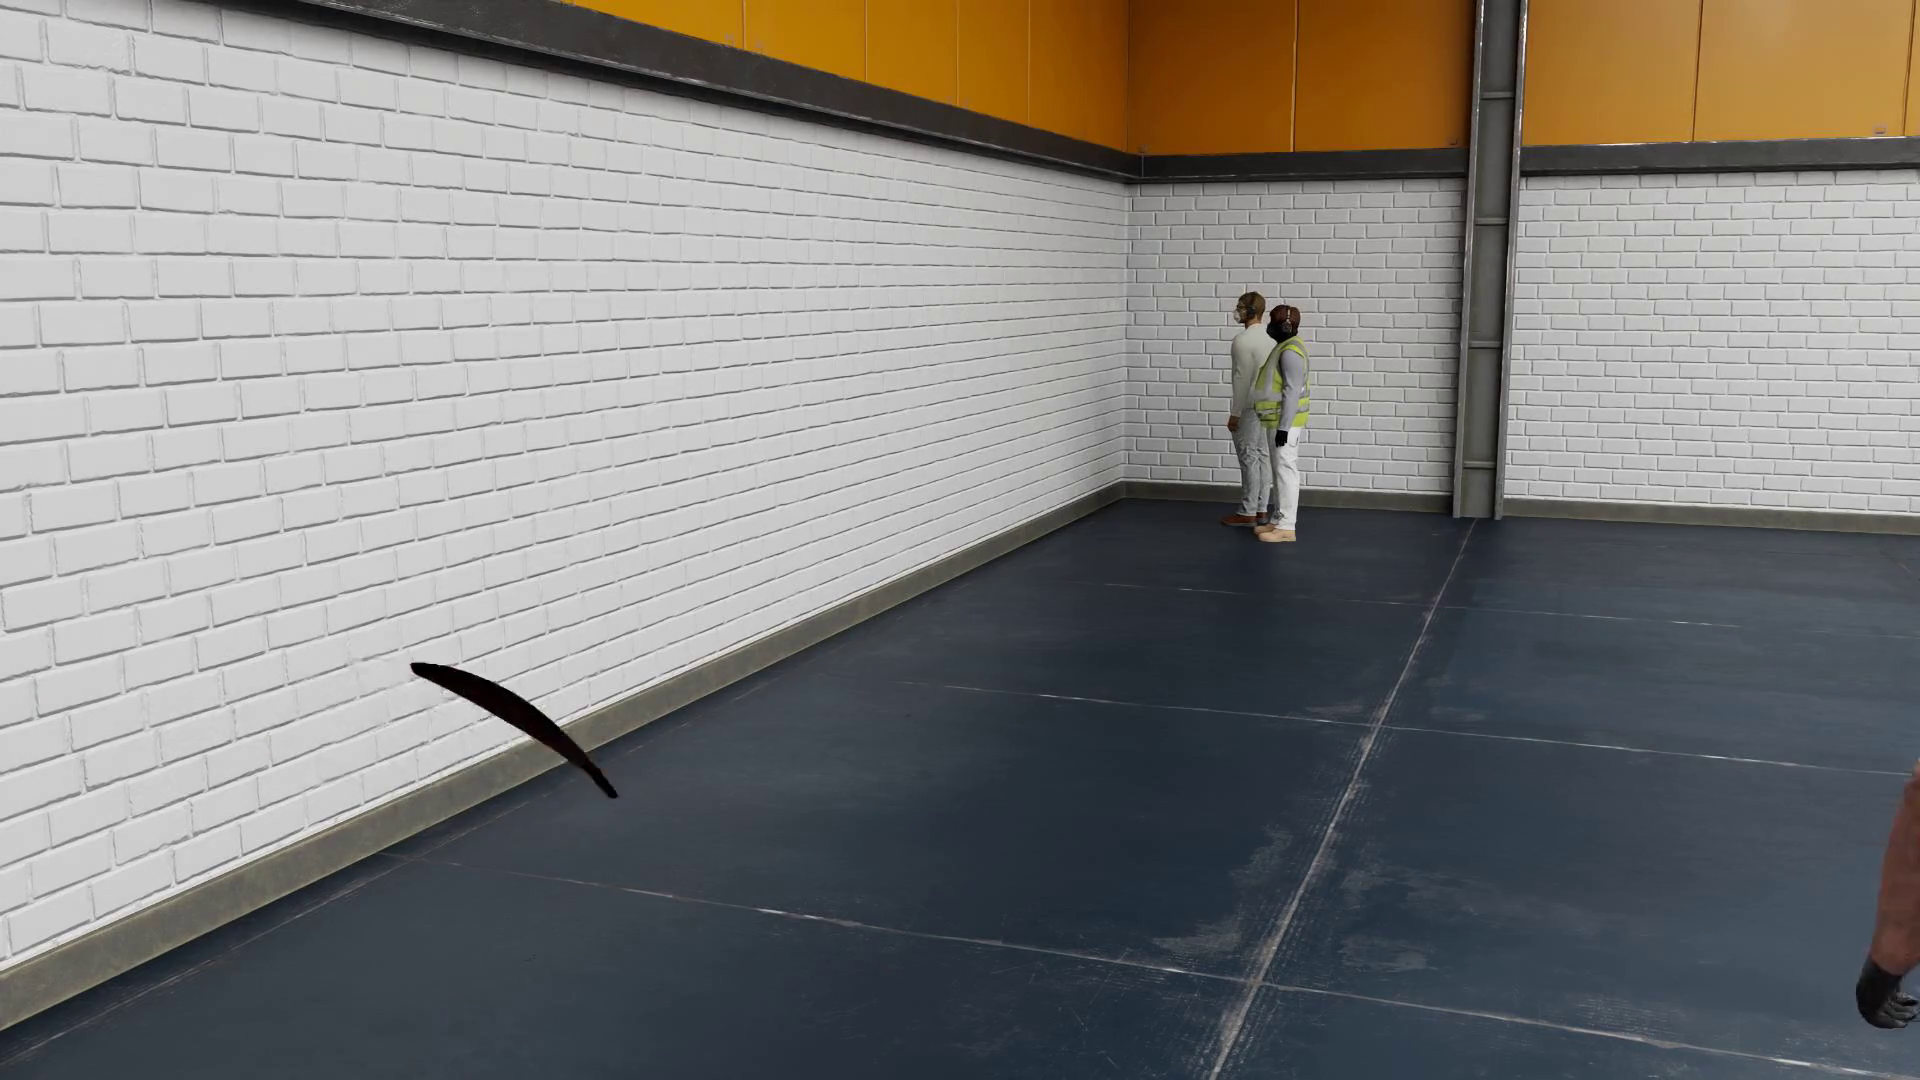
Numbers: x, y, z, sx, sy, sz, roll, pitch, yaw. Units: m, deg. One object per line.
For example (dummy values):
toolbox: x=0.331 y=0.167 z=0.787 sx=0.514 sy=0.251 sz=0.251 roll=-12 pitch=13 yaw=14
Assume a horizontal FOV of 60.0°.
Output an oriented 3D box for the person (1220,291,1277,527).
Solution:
person: x=2.399 y=-1.079 z=13.752 sx=0.371 sy=1.940 sz=0.630 roll=6 pitch=11 yaw=33

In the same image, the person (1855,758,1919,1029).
person: x=1.781 y=0.722 z=2.609 sx=0.699 sy=1.879 sz=0.732 roll=-6 pitch=11 yaw=-31

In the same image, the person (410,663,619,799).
person: x=-0.447 y=0.939 z=0.956 sx=0.715 sy=1.996 sz=0.385 roll=-2 pitch=9 yaw=-12

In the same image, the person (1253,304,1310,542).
person: x=2.503 y=-0.910 z=12.989 sx=0.429 sy=1.846 sz=0.625 roll=1 pitch=9 yaw=5
